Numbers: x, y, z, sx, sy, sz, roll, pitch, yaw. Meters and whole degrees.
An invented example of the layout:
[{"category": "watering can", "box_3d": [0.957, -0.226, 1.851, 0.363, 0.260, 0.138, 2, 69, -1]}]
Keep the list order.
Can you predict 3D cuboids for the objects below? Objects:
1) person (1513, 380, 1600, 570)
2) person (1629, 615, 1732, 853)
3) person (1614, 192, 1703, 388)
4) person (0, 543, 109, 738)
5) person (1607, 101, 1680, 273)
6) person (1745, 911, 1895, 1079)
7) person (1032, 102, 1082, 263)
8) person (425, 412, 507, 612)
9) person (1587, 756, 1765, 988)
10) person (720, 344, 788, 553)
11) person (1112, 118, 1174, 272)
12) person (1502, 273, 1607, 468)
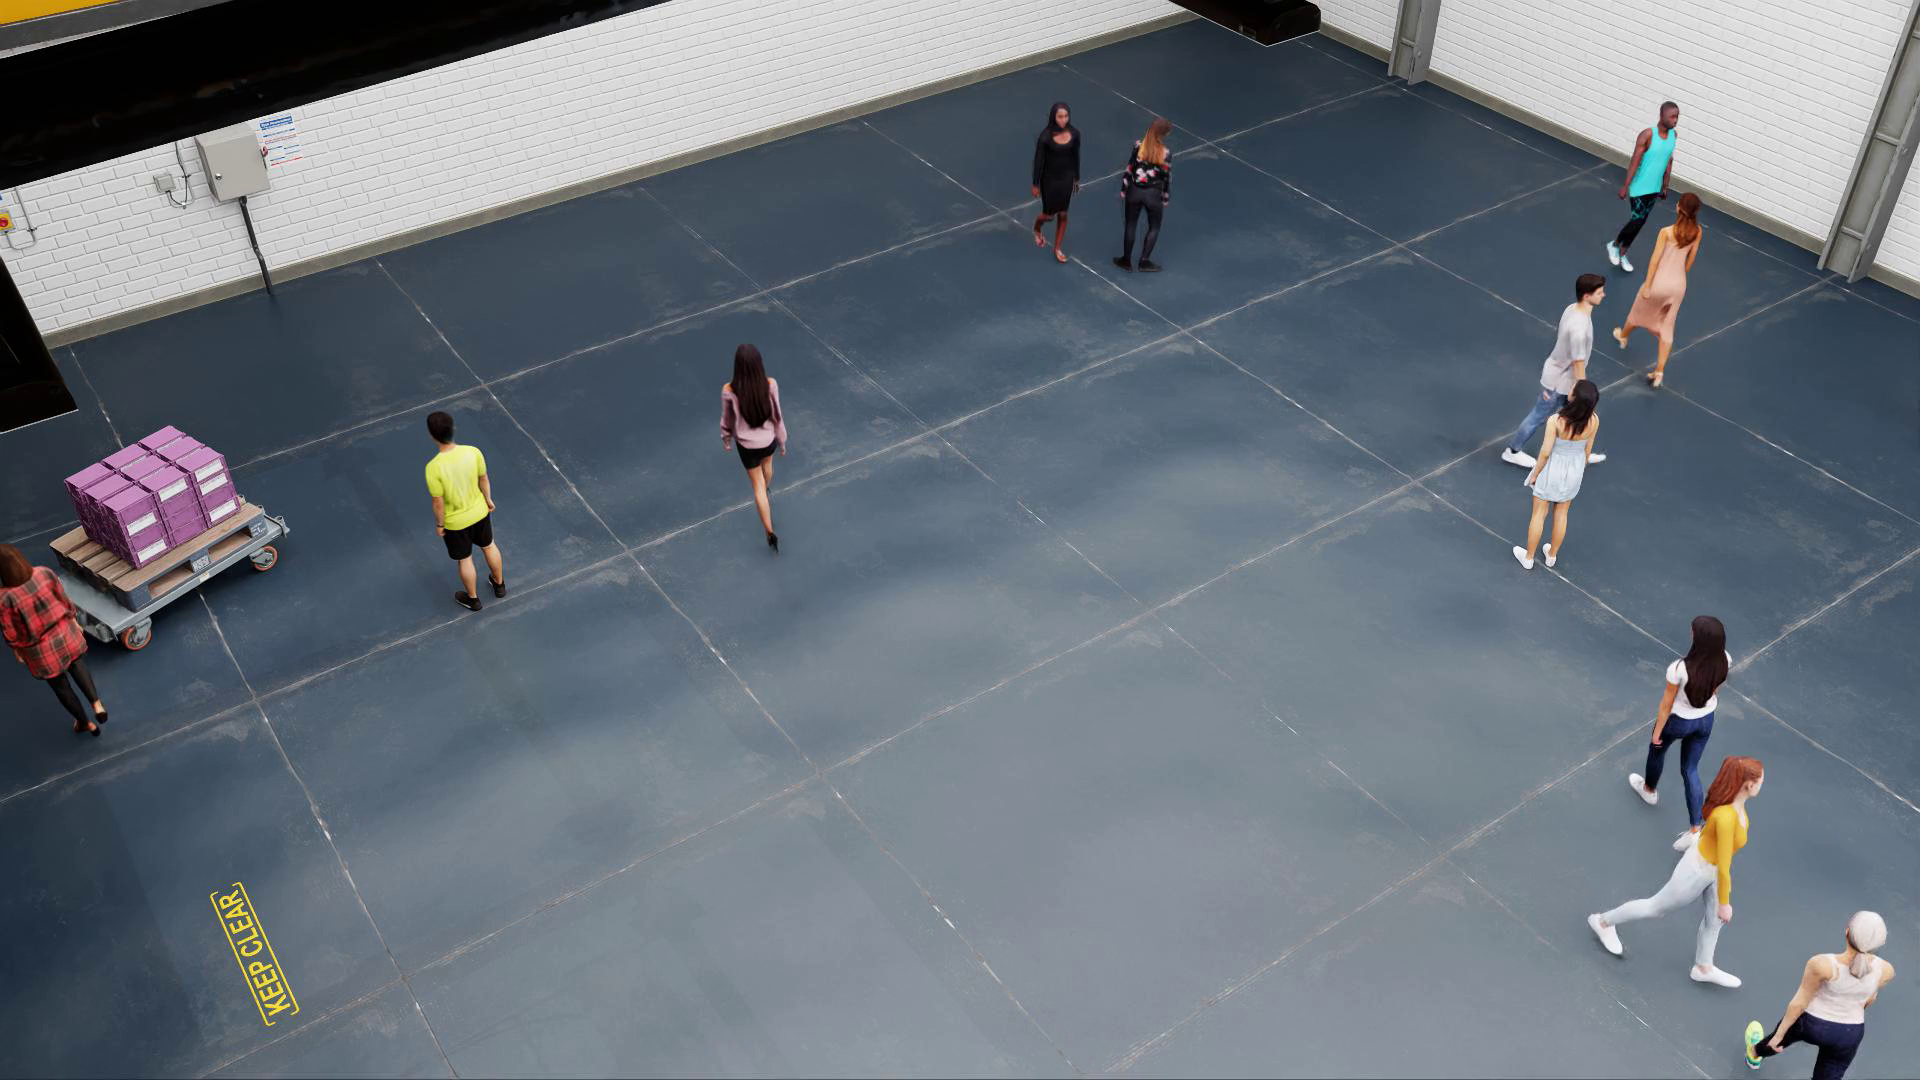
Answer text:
[{"category": "person", "box_3d": [4.643, -0.509, 12.884, 0.672, 1.727, 0.686, -3, 39, -4]}, {"category": "person", "box_3d": [4.708, 1.249, 10.669, 0.910, 1.744, 1.160, -6, 39, -7]}, {"category": "person", "box_3d": [6.384, -2.214, 14.972, 0.994, 1.785, 1.191, -2, 39, -3]}, {"category": "person", "box_3d": [-6.173, 0.725, 11.369, 0.752, 1.689, 0.728, 23, 44, 26]}, {"category": "person", "box_3d": [6.790, -3.569, 16.658, 0.701, 1.799, 0.717, -12, 40, -15]}, {"category": "person", "box_3d": [4.632, 2.725, 8.890, 1.185, 1.656, 1.220, 6, 39, 7]}, {"category": "person", "box_3d": [0.945, -3.659, 16.846, 0.715, 1.705, 0.788, -17, 42, -20]}, {"category": "person", "box_3d": [-3.740, -0.221, 12.539, 0.655, 1.708, 0.557, -30, 47, -32]}, {"category": "person", "box_3d": [4.272, 1.944, 9.825, 1.232, 1.711, 0.918, 24, 44, 27]}, {"category": "person", "box_3d": [-1.577, -0.679, 13.063, 0.884, 1.768, 1.162, -10, 40, -13]}, {"category": "person", "box_3d": [1.821, -3.450, 16.618, 0.688, 1.663, 0.813, 5, 39, 6]}, {"category": "person", "box_3d": [4.936, -1.379, 13.873, 1.186, 1.852, 1.043, 14, 41, 17]}]
